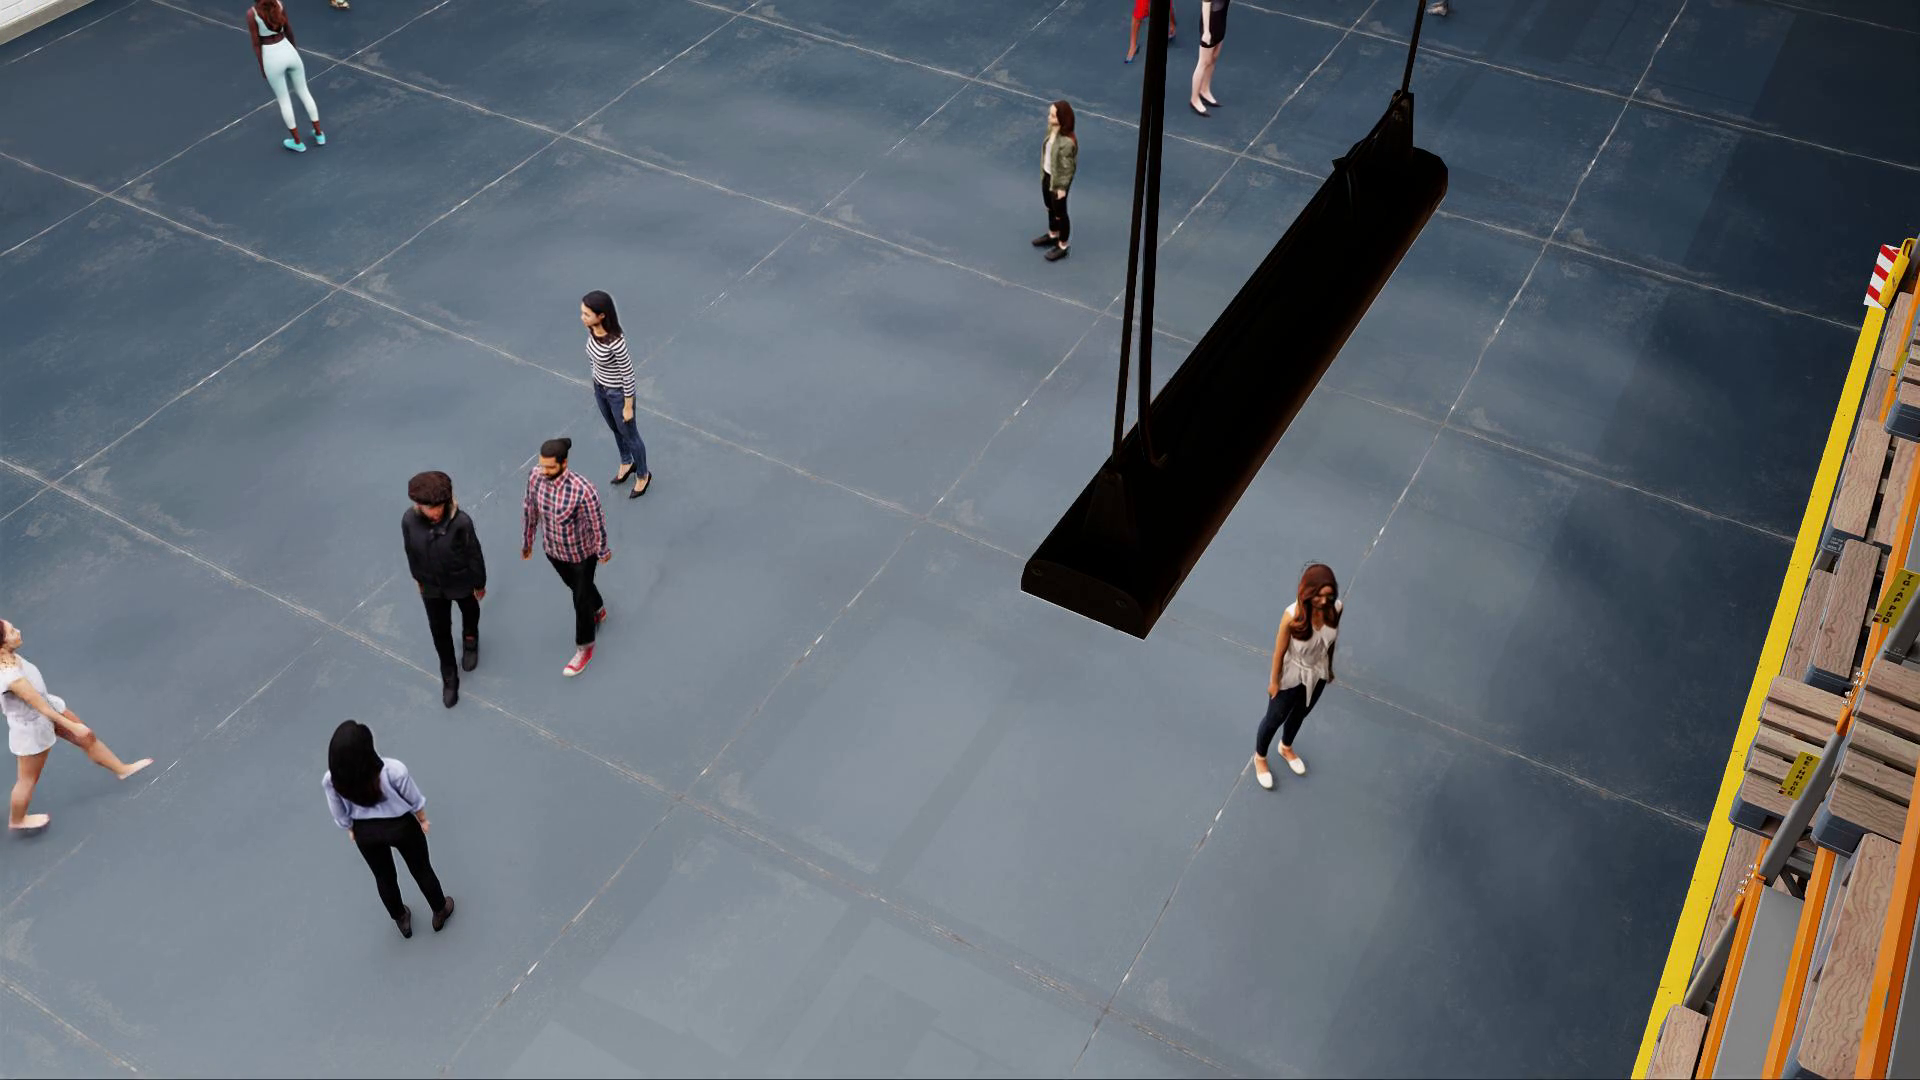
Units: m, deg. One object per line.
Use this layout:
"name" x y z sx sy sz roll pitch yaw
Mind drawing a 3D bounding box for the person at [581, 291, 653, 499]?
"person" -2.489 -1.048 12.023 0.608 1.795 0.655 -32 52 -29

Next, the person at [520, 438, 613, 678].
"person" -2.534 -0.012 10.972 0.692 1.745 0.862 21 47 21

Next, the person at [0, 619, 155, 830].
"person" -5.587 1.133 9.903 1.167 1.561 0.920 -23 48 -22

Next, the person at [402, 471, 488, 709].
"person" -3.308 0.173 10.781 0.920 1.741 1.009 -4 44 -4

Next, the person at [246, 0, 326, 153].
"person" -6.413 -4.515 15.715 0.668 1.722 0.547 34 53 30

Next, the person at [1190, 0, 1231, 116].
"person" 2.444 -5.022 16.169 0.629 1.831 0.414 22 48 21

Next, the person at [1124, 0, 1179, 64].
"person" 2.072 -5.791 17.069 0.671 1.703 1.106 28 50 26

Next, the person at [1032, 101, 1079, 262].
"person" 0.840 -3.138 14.449 0.689 1.475 0.658 -17 46 -17

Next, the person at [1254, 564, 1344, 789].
"person" 2.054 0.801 10.091 0.659 1.784 0.746 -16 46 -16

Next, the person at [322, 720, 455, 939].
"person" -3.194 1.618 9.263 0.722 1.743 0.758 -6 44 -7
